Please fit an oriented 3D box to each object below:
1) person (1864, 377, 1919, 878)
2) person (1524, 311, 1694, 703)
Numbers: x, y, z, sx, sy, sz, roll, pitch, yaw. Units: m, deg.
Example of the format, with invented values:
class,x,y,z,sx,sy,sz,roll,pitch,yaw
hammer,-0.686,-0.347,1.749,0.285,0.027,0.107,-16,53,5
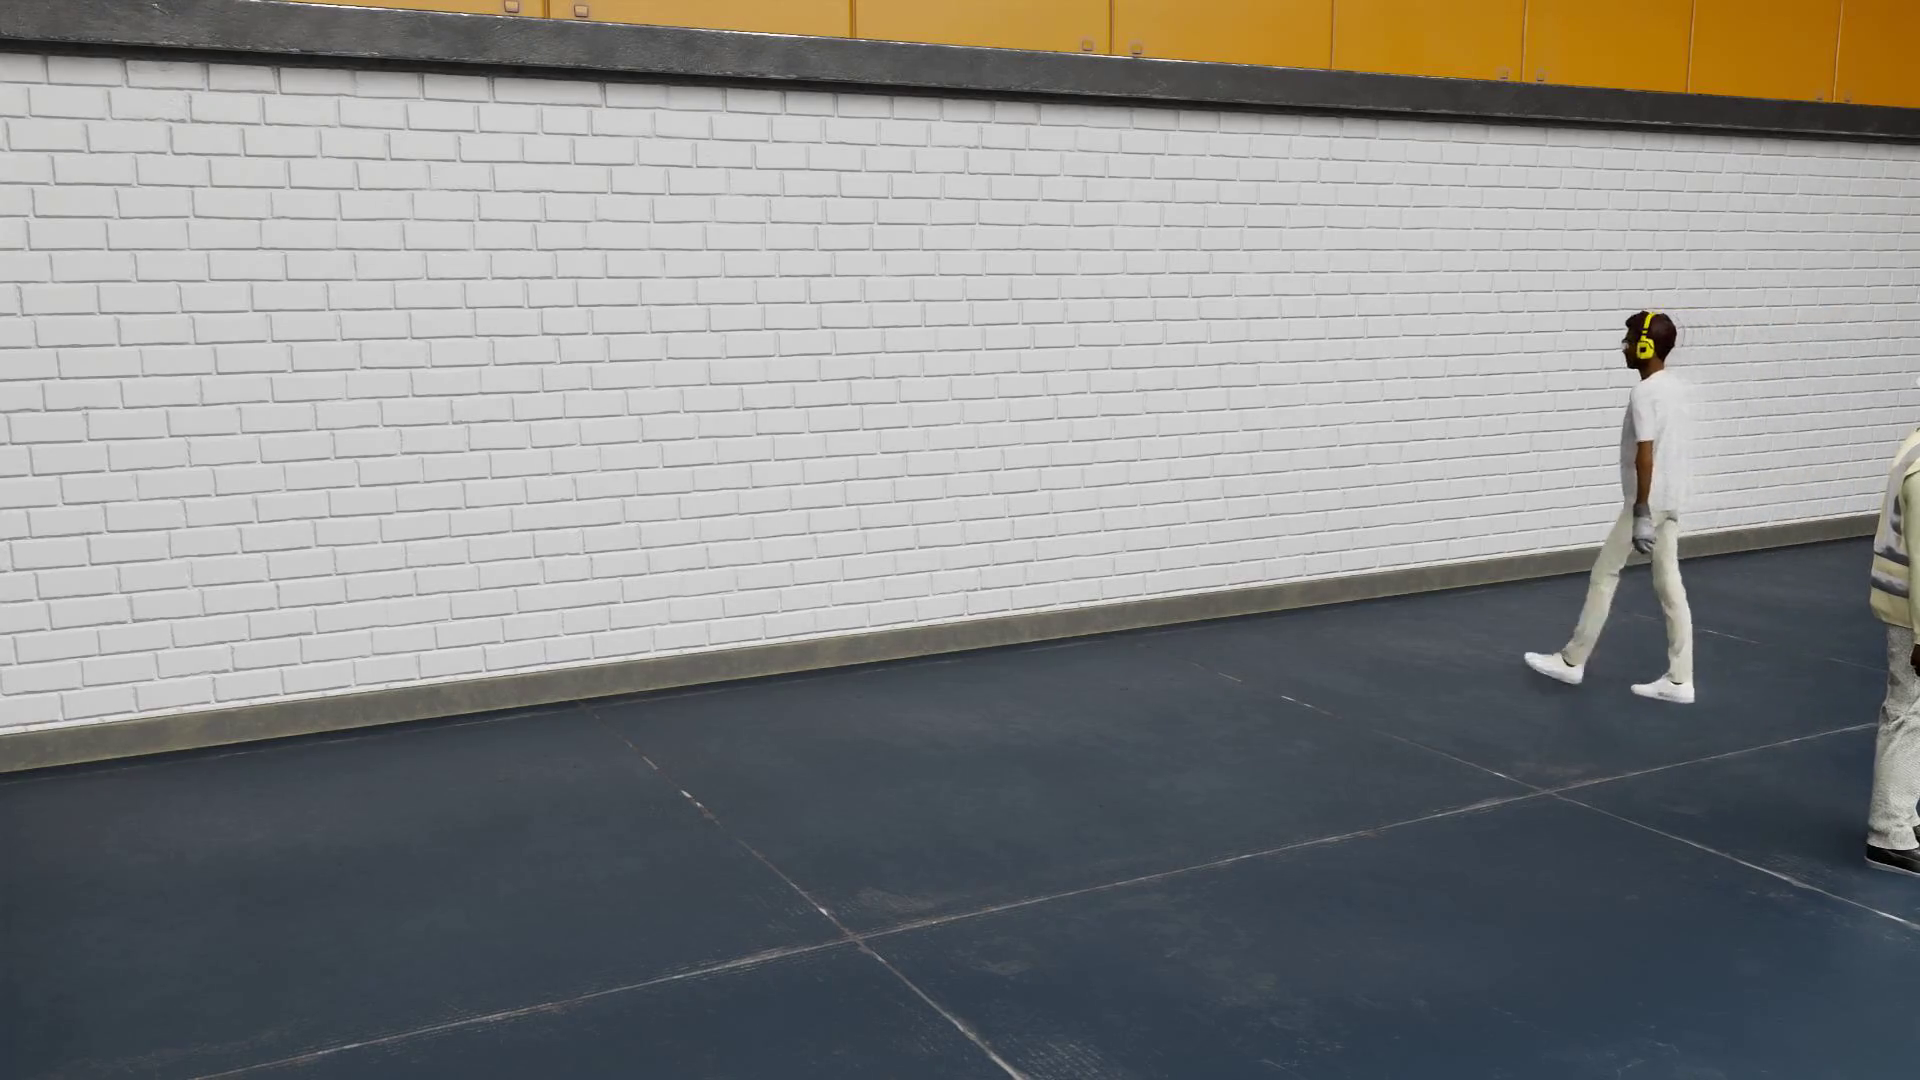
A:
class,x,y,z,sx,sy,sz,roll,pitch,yaw
person,3.333,0.242,5.685,0.403,1.825,0.591,6,11,29
person,3.186,-0.171,7.991,0.555,1.833,0.898,-9,13,-41
